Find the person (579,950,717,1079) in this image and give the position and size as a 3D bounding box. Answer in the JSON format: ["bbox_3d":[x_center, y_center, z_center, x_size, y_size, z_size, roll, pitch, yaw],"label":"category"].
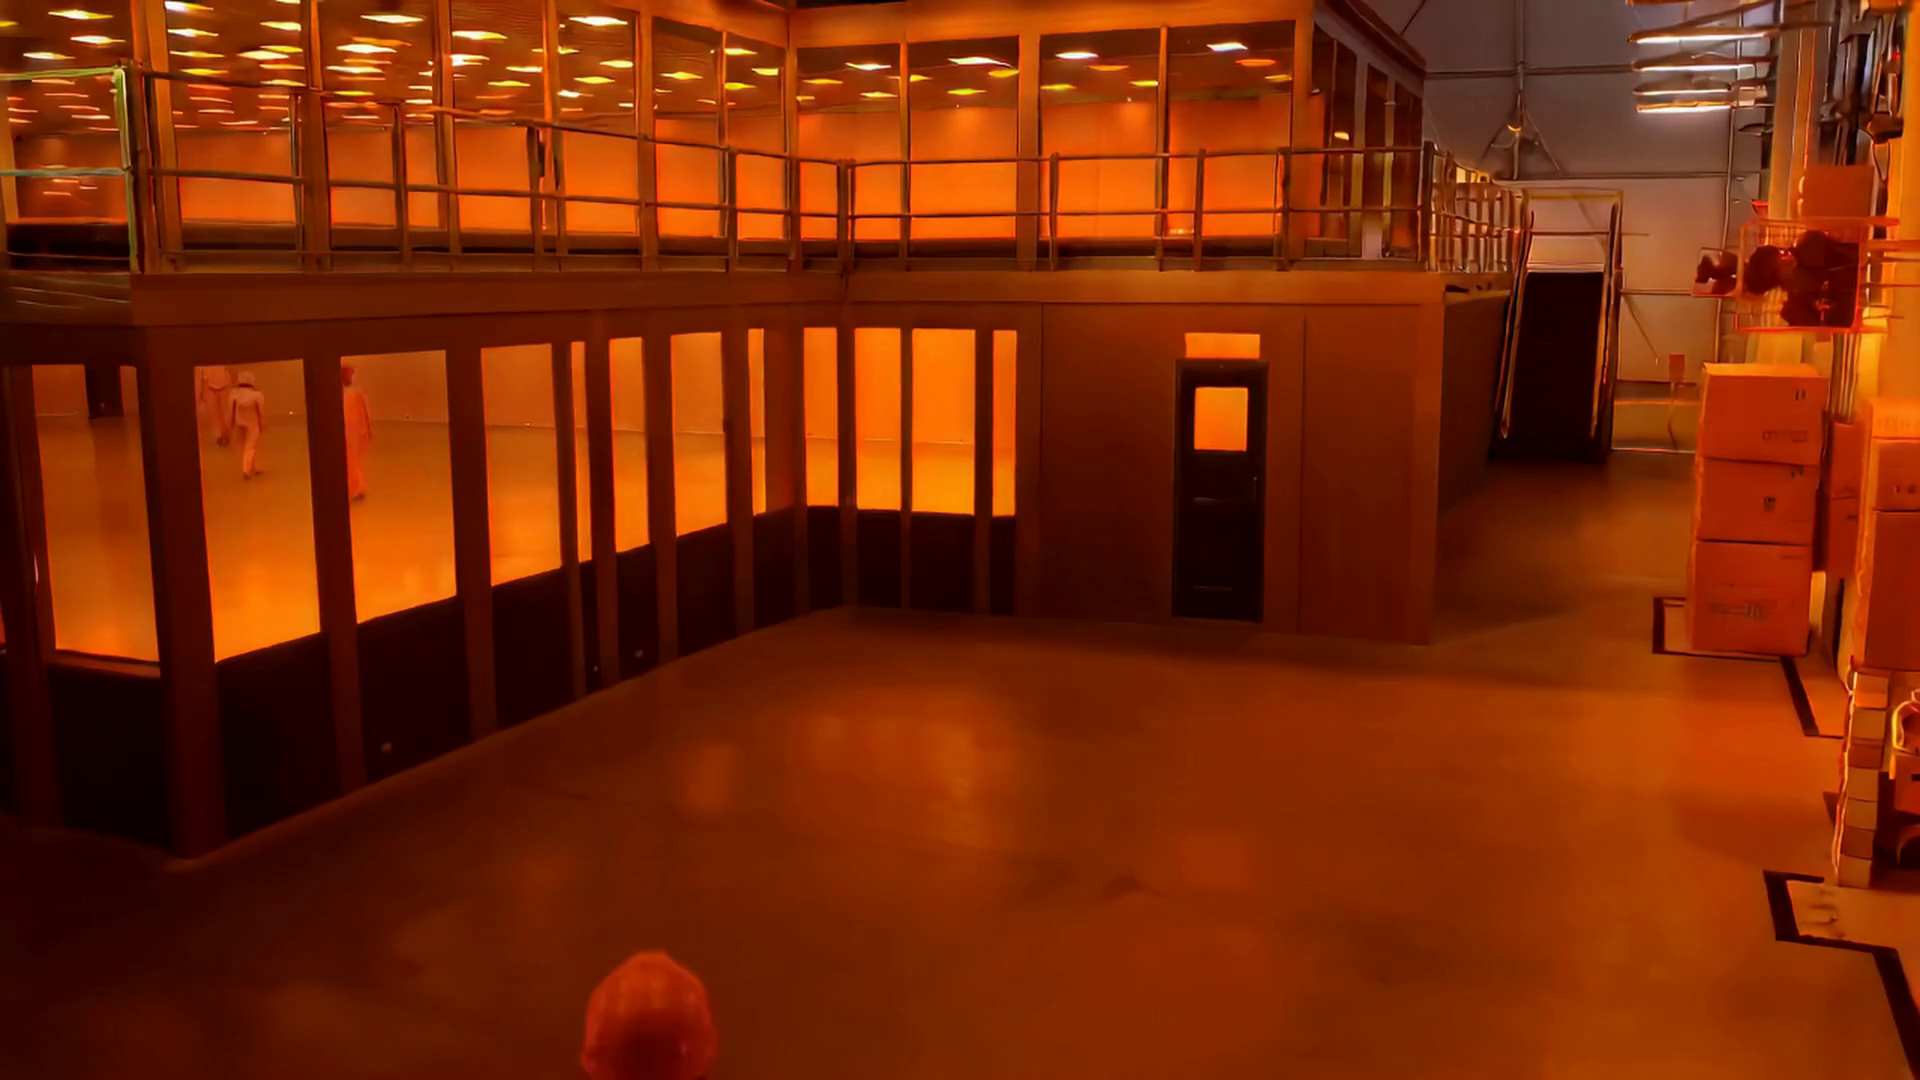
[{"bbox_3d":[-0.566,1.653,2.944,0.566,1.884,0.990,-2,9,-11],"label":"person"}]
